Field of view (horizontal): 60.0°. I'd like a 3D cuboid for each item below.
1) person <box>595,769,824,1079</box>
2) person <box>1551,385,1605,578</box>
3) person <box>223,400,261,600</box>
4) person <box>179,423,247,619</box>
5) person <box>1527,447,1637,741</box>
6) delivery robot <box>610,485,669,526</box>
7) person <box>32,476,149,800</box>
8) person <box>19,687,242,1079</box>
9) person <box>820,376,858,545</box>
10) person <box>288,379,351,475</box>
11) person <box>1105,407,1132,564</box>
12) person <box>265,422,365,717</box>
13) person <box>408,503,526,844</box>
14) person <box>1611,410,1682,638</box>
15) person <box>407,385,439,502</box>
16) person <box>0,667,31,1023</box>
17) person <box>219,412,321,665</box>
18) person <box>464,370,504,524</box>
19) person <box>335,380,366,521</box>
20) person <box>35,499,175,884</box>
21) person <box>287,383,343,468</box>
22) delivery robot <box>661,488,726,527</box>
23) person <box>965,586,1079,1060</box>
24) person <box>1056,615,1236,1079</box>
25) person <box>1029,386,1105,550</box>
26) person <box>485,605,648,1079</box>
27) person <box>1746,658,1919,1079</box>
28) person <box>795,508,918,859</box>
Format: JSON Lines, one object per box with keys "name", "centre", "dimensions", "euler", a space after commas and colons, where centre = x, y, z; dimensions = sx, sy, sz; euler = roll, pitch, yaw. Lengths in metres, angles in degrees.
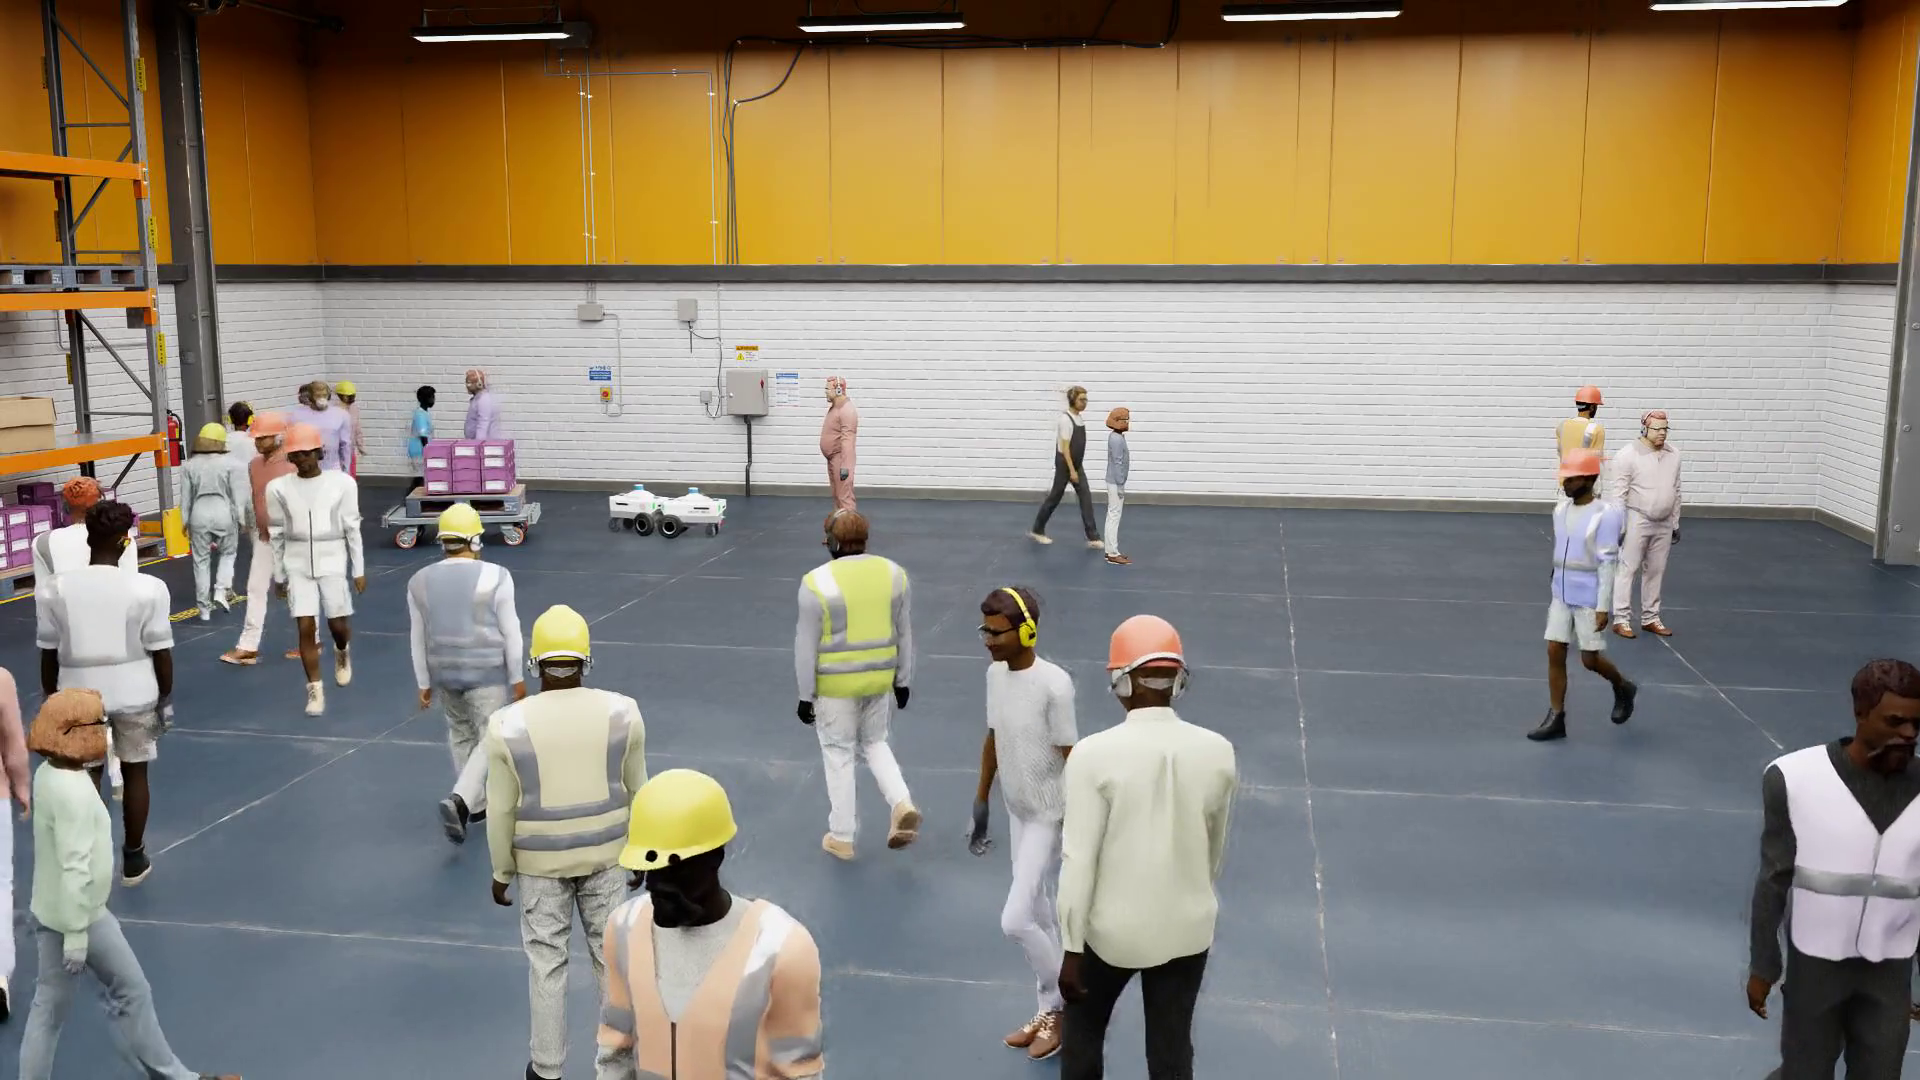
{"name": "person", "centre": [-0.612, 1.461, 3.908], "dimensions": [0.607, 1.907, 0.426], "euler": [5, 10, 29]}
{"name": "person", "centre": [6.103, -0.551, 16.342], "dimensions": [0.382, 1.932, 0.541], "euler": [-6, 11, -31]}
{"name": "person", "centre": [-6.730, -0.376, 15.545], "dimensions": [0.514, 1.841, 0.820], "euler": [-2, 9, -13]}
{"name": "person", "centre": [-6.551, -0.165, 14.590], "dimensions": [0.559, 1.713, 0.393], "euler": [-3, 10, -17]}
{"name": "person", "centre": [4.080, 0.348, 10.782], "dimensions": [0.746, 1.919, 0.545], "euler": [-5, 10, -26]}
{"name": "delivery robot", "centre": [-3.733, -0.402, 19.367], "dimensions": [0.707, 0.478, 0.477], "euler": [5, 10, 29]}
{"name": "person", "centre": [-5.002, 0.568, 9.591], "dimensions": [0.593, 1.873, 0.368], "euler": [0, 9, -3]}
{"name": "person", "centre": [-2.979, 1.294, 5.853], "dimensions": [0.784, 1.598, 0.530], "euler": [-8, 12, -40]}
{"name": "person", "centre": [-1.341, -0.853, 18.316], "dimensions": [0.402, 1.901, 0.647], "euler": [-3, 10, -19]}
{"name": "person", "centre": [-6.759, -0.742, 17.566], "dimensions": [0.634, 1.924, 0.577], "euler": [-6, 11, -33]}
{"name": "person", "centre": [1.654, -0.572, 17.377], "dimensions": [0.280, 1.634, 0.498], "euler": [0, 9, 0]}
{"name": "person", "centre": [-4.458, 0.174, 11.556], "dimensions": [0.618, 2.020, 0.736], "euler": [-2, 9, -12]}
{"name": "person", "centre": [-2.640, 0.712, 8.857], "dimensions": [0.598, 1.816, 0.694], "euler": [2, 9, 11]}
{"name": "person", "centre": [5.713, -0.128, 13.814], "dimensions": [0.643, 1.903, 0.401], "euler": [-3, 10, -17]}
{"name": "person", "centre": [-6.461, -1.048, 20.216], "dimensions": [0.680, 1.658, 0.592], "euler": [-3, 10, -16]}
{"name": "person", "centre": [-4.082, 1.085, 6.787], "dimensions": [0.530, 1.737, 0.781], "euler": [-6, 11, -33]}
{"name": "person", "centre": [-5.325, 0.006, 12.783], "dimensions": [0.644, 1.952, 0.926], "euler": [4, 10, 25]}
{"name": "person", "centre": [-5.839, -1.098, 19.925], "dimensions": [0.962, 1.857, 0.650], "euler": [-3, 10, -20]}
{"name": "person", "centre": [-7.614, -1.102, 20.339], "dimensions": [0.658, 1.732, 0.541], "euler": [2, 9, 12]}
{"name": "person", "centre": [-4.139, 0.774, 8.082], "dimensions": [0.626, 1.938, 0.570], "euler": [-3, 10, -17]}
{"name": "person", "centre": [-7.123, -0.836, 18.446], "dimensions": [0.591, 1.817, 0.743], "euler": [-1, 9, -9]}
{"name": "delivery robot", "centre": [-3.052, -0.356, 19.082], "dimensions": [0.707, 0.478, 0.477], "euler": [1, 9, 3]}
{"name": "person", "centre": [0.273, 1.085, 6.442], "dimensions": [0.444, 1.844, 0.561], "euler": [-5, 10, -28]}
{"name": "person", "centre": [0.556, 1.214, 5.297], "dimensions": [0.628, 1.951, 0.746], "euler": [-3, 10, -17]}
{"name": "person", "centre": [1.189, -0.796, 18.319], "dimensions": [0.976, 1.804, 0.508], "euler": [6, 11, 33]}
{"name": "person", "centre": [-1.436, 1.144, 6.112], "dimensions": [0.587, 1.834, 0.403], "euler": [-4, 10, -23]}
{"name": "person", "centre": [2.721, 1.267, 5.139], "dimensions": [0.614, 1.900, 0.547], "euler": [1, 9, 4]}
{"name": "person", "centre": [-0.523, 0.754, 8.538], "dimensions": [0.642, 1.830, 0.569], "euler": [-6, 11, -34]}
